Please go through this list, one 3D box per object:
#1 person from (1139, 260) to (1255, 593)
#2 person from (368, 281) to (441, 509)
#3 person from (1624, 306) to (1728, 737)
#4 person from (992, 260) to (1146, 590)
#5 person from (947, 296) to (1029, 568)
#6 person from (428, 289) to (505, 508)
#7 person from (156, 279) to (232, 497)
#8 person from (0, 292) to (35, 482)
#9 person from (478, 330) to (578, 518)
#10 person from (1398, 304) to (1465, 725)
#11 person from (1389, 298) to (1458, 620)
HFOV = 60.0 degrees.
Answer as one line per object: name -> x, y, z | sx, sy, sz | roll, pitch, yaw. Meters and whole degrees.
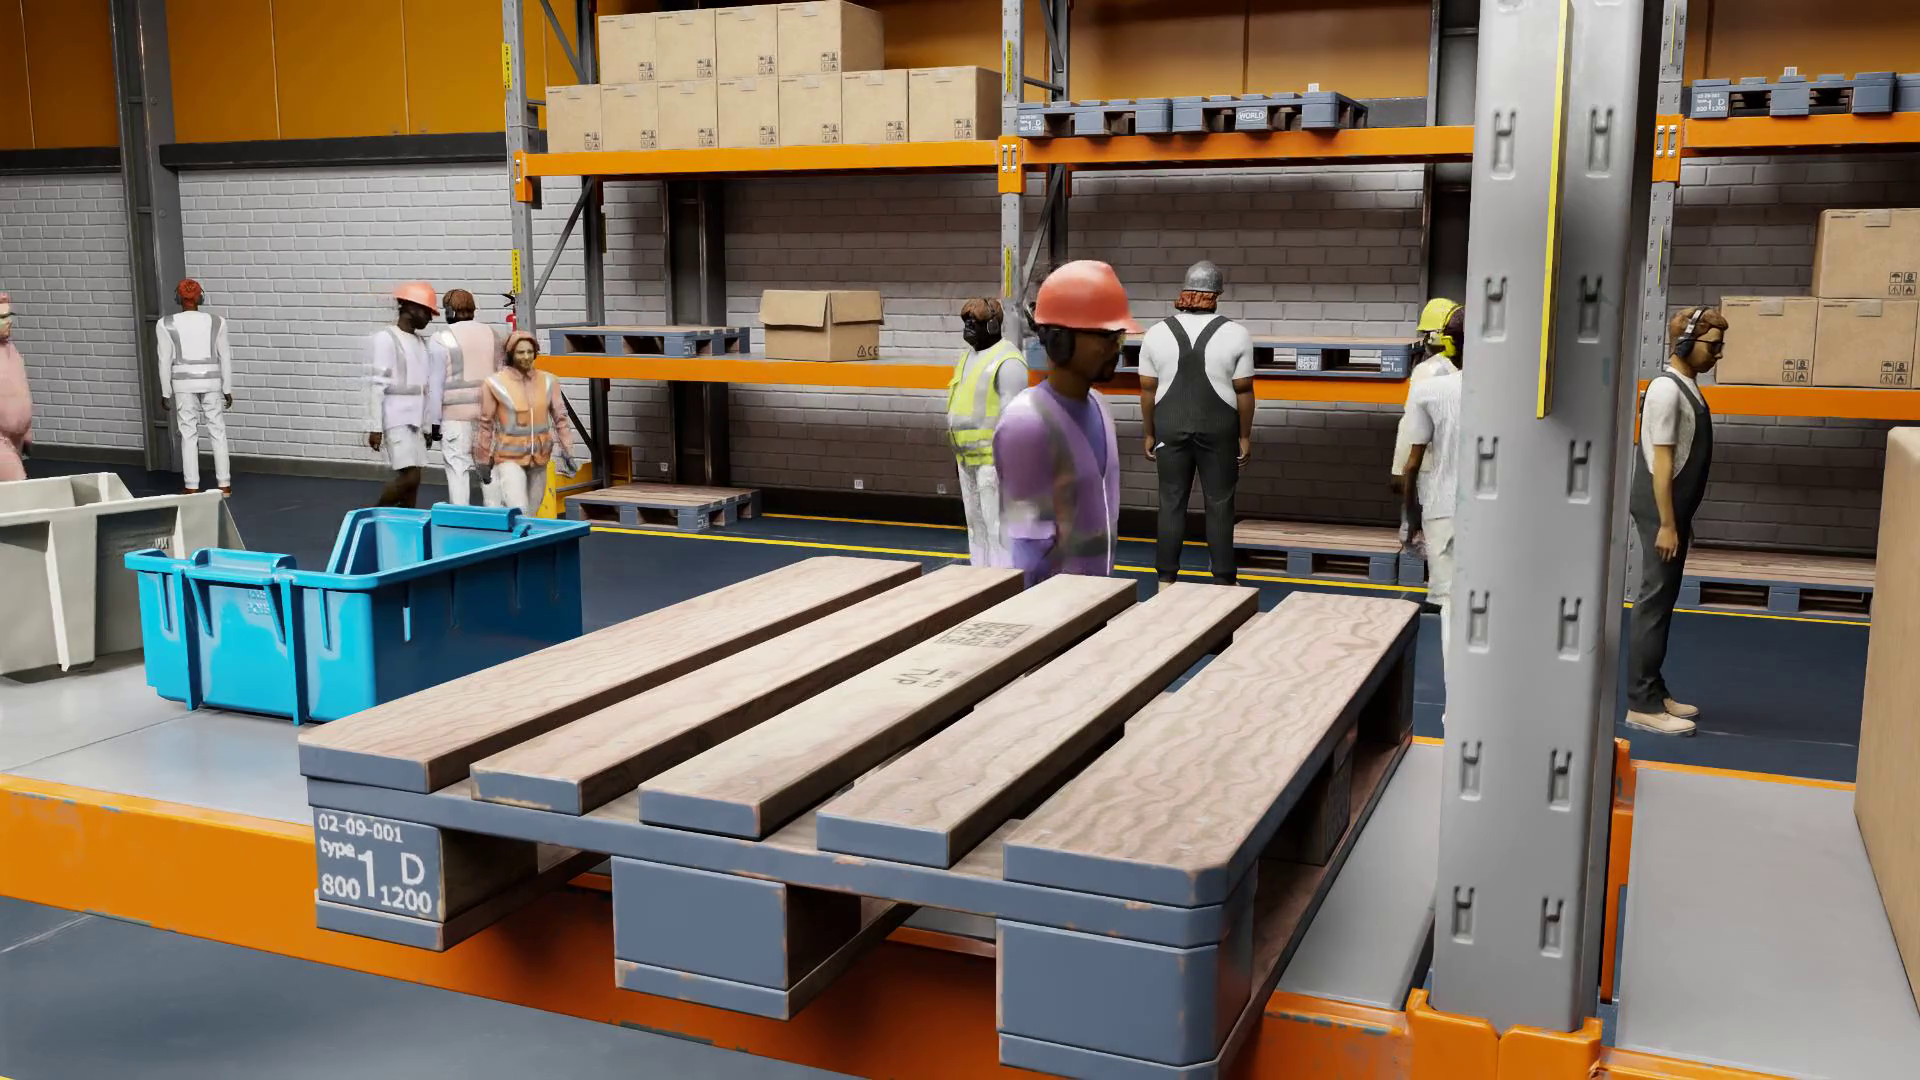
person -> 1.443, -0.664, 10.049 | 0.687, 2.000, 0.535 | 3, 10, 19
person -> -3.753, -0.785, 11.210 | 0.509, 1.895, 0.614 | 2, 10, 14
person -> 3.084, -0.087, 7.197 | 0.343, 1.840, 0.507 | 5, 11, 29
person -> 0.321, 0.227, 4.755 | 0.510, 2.021, 0.623 | 6, 11, 30
person -> 0.143, -0.465, 9.493 | 0.429, 1.837, 0.624 | -5, 11, -26
person -> -3.592, -0.897, 12.082 | 0.429, 1.836, 0.628 | 7, 12, 38
person -> -6.529, -1.281, 14.224 | 0.575, 1.881, 0.356 | -6, 11, -33
person -> -6.081, -0.616, 10.330 | 0.916, 1.864, 0.694 | -1, 10, -6
person -> -2.605, -0.458, 10.112 | 0.525, 1.603, 0.780 | -9, 13, -43
person -> 2.215, -0.108, 7.328 | 0.562, 1.837, 0.811 | 1, 10, 5
person -> 2.679, -0.454, 9.441 | 0.628, 1.817, 0.547 | -6, 11, -33
